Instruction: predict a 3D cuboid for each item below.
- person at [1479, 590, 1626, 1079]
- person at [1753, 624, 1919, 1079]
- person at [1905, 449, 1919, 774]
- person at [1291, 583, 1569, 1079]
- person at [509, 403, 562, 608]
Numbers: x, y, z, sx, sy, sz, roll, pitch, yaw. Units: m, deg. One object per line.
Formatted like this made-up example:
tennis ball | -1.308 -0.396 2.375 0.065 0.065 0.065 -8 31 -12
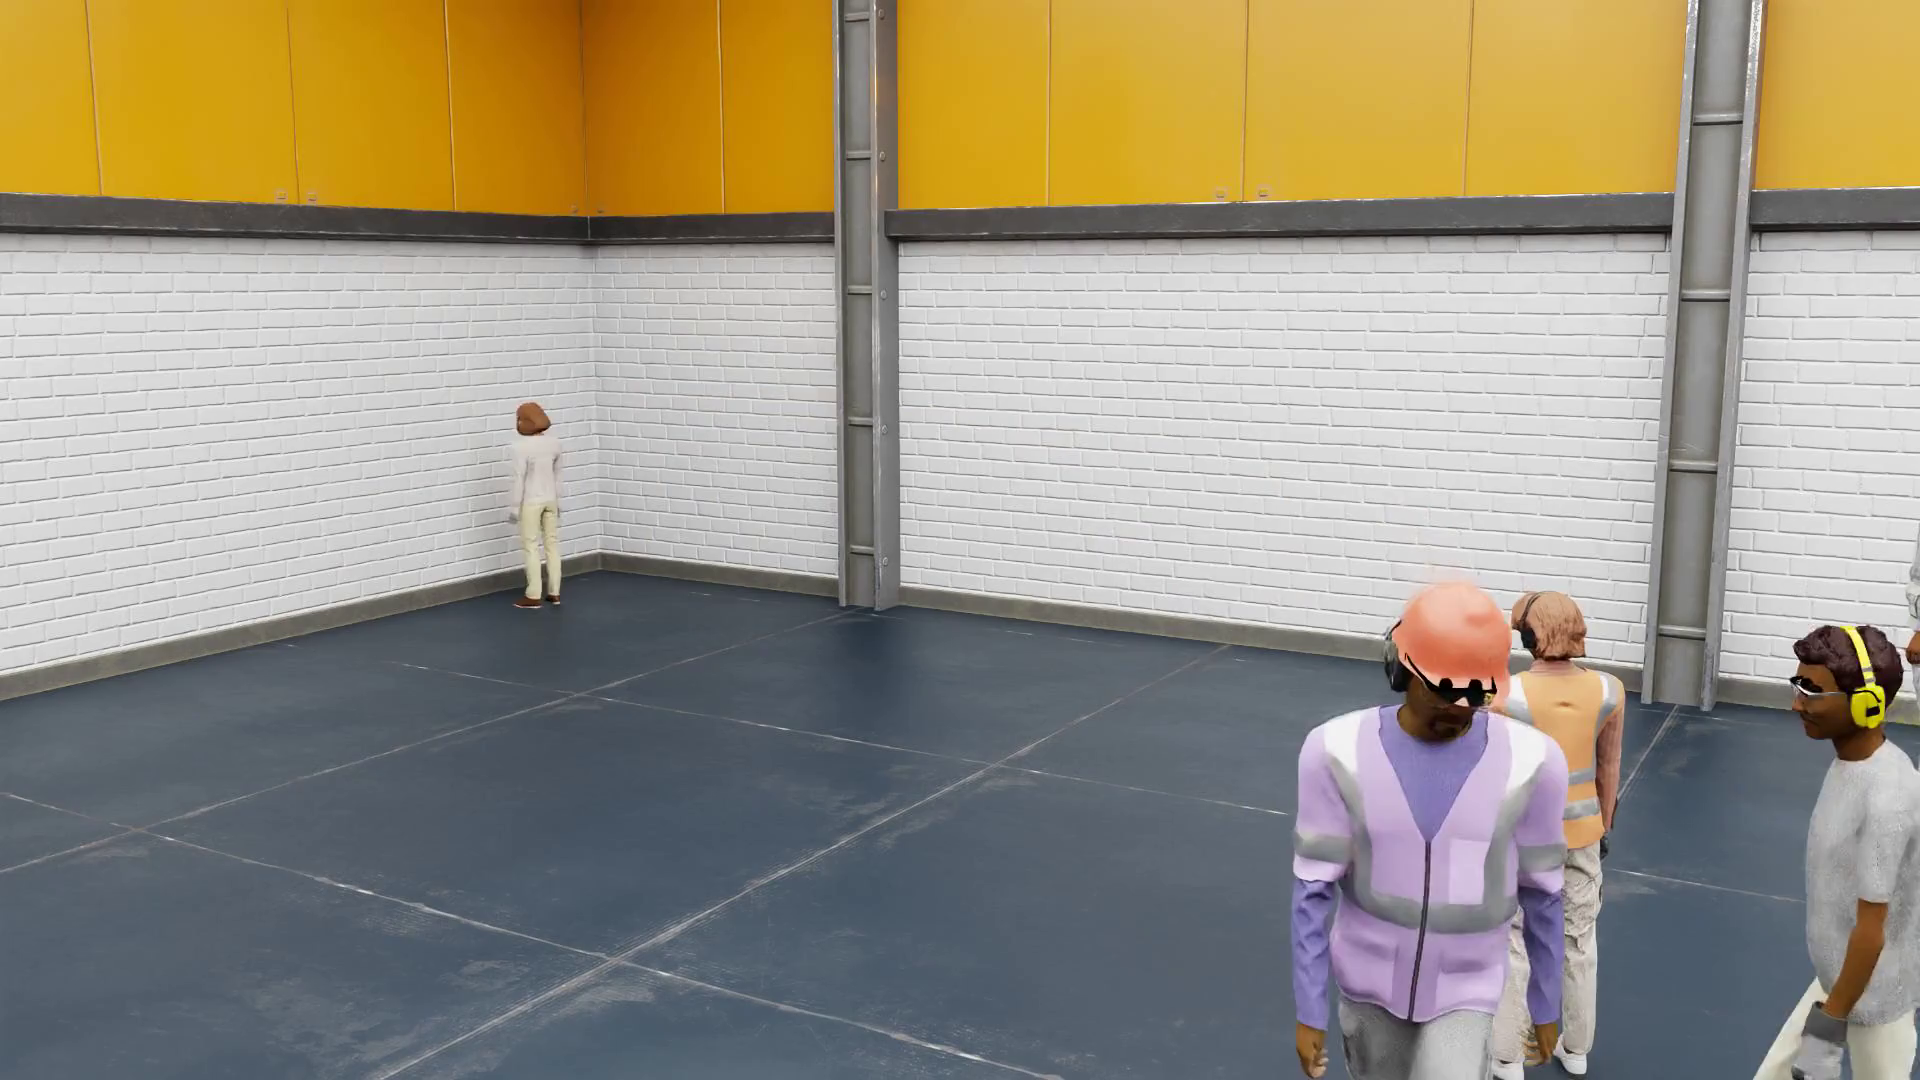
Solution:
person | 1.898 0.971 5.412 0.511 1.640 0.309 -2 9 -11
person | 2.064 1.098 4.053 0.938 1.818 0.522 3 10 18
person | 4.785 0.393 8.043 0.614 1.949 0.375 -7 11 -37
person | 1.096 1.044 3.933 0.619 1.969 1.056 3 10 19
person | -3.355 -0.270 13.201 0.276 1.631 0.527 6 11 32
